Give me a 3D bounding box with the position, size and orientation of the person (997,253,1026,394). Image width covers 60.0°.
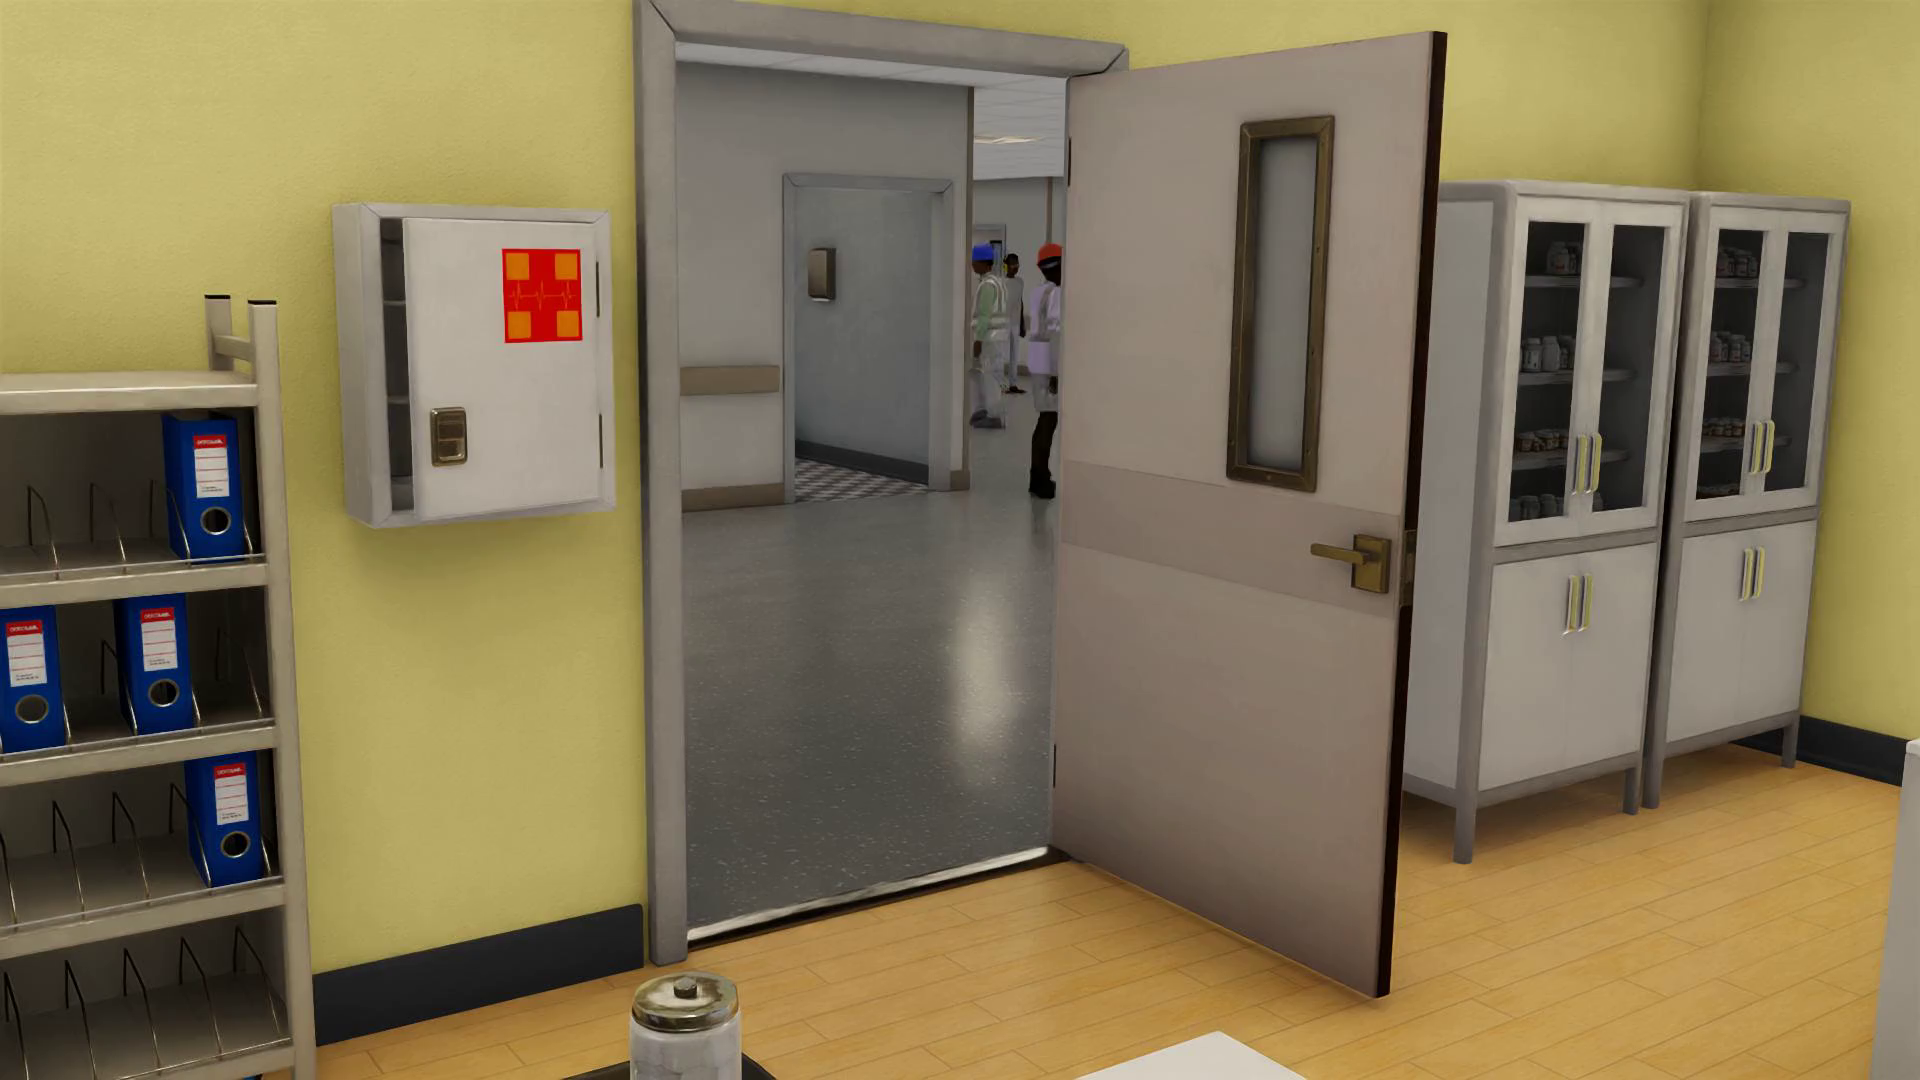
[{"bbox_3d":[0.672,-2.861,22.065,0.517,1.866,0.340,-7,13,-41],"label":"person"}]

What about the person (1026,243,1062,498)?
[{"bbox_3d":[0.698,-1.269,12.485,0.349,1.897,0.740,-1,10,-13],"label":"person"}]

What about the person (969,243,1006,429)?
[{"bbox_3d":[0.205,-2.112,17.318,0.571,1.925,0.652,0,10,-2],"label":"person"}]
